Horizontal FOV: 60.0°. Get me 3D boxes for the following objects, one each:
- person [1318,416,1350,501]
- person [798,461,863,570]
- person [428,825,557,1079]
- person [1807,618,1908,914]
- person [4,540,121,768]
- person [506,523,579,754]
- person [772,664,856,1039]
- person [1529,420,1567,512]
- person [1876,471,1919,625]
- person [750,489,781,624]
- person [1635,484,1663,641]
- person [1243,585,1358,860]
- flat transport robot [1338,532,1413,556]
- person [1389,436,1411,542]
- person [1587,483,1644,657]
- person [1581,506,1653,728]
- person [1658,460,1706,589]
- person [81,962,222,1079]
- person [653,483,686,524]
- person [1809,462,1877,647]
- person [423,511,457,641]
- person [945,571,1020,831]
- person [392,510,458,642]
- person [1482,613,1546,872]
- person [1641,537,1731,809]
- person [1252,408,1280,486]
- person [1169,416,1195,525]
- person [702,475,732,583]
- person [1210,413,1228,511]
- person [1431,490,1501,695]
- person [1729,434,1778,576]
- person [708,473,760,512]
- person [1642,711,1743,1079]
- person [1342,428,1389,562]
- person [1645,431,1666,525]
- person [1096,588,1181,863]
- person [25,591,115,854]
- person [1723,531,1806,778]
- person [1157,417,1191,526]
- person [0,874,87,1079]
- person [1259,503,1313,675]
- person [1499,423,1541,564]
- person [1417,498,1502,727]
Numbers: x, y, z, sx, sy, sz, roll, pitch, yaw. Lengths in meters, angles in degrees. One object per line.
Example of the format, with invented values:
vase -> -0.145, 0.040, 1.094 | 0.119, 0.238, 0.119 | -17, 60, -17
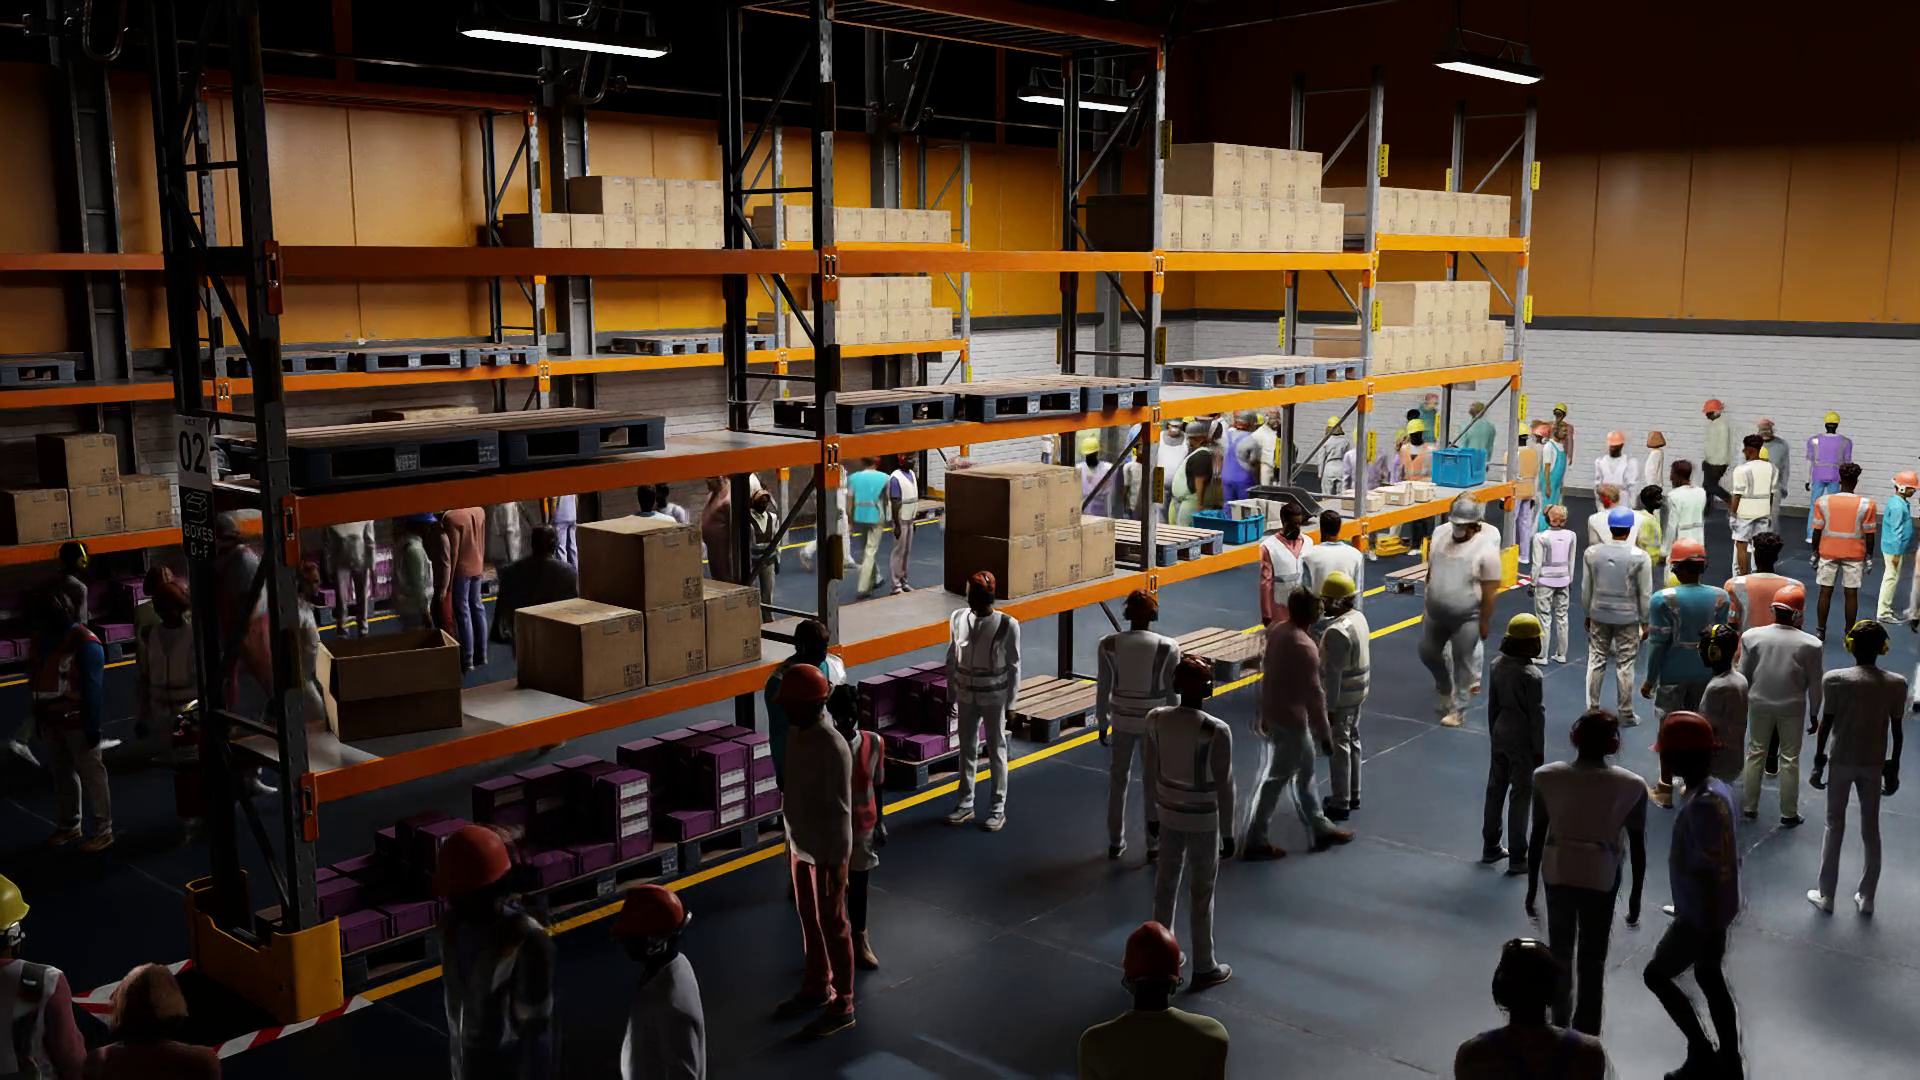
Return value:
person -> 5.644, -1.001, 25.170 | 0.485, 1.737, 0.321 | -1, 10, -9
person -> -1.693, -0.492, 21.770 | 0.800, 1.861, 0.581 | -1, 10, -4
person -> -1.706, 2.013, 6.371 | 0.612, 2.014, 0.836 | 6, 11, 33
person -> 5.605, 1.413, 10.399 | 0.503, 1.860, 0.312 | 1, 10, 8
person -> -7.366, 0.922, 13.521 | 0.536, 1.813, 0.916 | 4, 10, 24
person -> -3.408, 0.810, 13.797 | 0.622, 1.921, 0.445 | 4, 10, 21
person -> -0.777, 1.620, 8.787 | 0.408, 1.986, 0.620 | -6, 11, -32
person -> 9.153, -1.083, 26.018 | 0.654, 1.610, 0.510 | 2, 10, 10
person -> 10.544, 0.083, 18.693 | 0.350, 1.739, 0.574 | 5, 11, 28
person -> -2.165, 0.264, 17.937 | 0.514, 1.634, 0.313 | -7, 12, -35
person -> 7.378, 0.236, 17.934 | 0.322, 1.690, 0.537 | 5, 11, 27
person -> 2.355, 1.244, 11.263 | 0.937, 1.898, 0.653 | -1, 10, -5
flat transport robot -> 5.603, 0.009, 23.505 | 0.652, 0.197, 1.431 | -9, 13, -42
person -> 6.211, -0.662, 23.465 | 0.318, 1.631, 0.524 | 3, 10, 19
person -> 6.716, 0.321, 17.043 | 0.629, 1.807, 0.468 | -1, 10, -3
person -> 5.740, 0.670, 14.557 | 0.605, 1.950, 0.380 | 8, 12, 39
person -> 7.916, 0.079, 18.233 | 0.616, 1.904, 0.397 | -6, 11, -31
person -> -2.857, 2.298, 5.898 | 0.508, 1.597, 0.829 | 1, 10, 7
person -> -3.263, 0.158, 18.383 | 0.565, 1.681, 0.371 | 4, 10, 22
person -> 9.333, 0.152, 17.595 | 0.613, 1.965, 0.361 | 6, 11, 33
person -> -5.179, 0.442, 16.459 | 0.304, 1.772, 0.525 | -7, 12, -36
person -> 0.151, 1.142, 11.931 | 0.572, 1.886, 0.354 | 5, 11, 27
person -> -5.455, 0.206, 17.055 | 0.681, 2.000, 0.535 | -4, 10, -22
person -> 3.738, 1.345, 11.143 | 0.294, 1.744, 0.487 | -4, 10, -24
person -> 5.375, 0.988, 12.386 | 0.604, 2.042, 0.381 | -1, 10, -7
person -> 4.661, -1.029, 24.892 | 0.653, 1.896, 0.399 | -5, 11, -27
person -> 3.248, -0.941, 24.274 | 0.394, 1.919, 0.586 | 4, 10, 24
person -> -2.597, 0.117, 17.992 | 0.402, 1.904, 0.651 | -6, 11, -30
person -> 4.057, -1.322, 26.508 | 0.387, 1.930, 0.544 | -2, 10, -12
person -> 4.740, 0.496, 15.675 | 0.633, 1.932, 0.357 | 2, 10, 13
person -> 9.760, -0.330, 20.528 | 0.603, 1.956, 0.378 | -3, 10, -15
person -> -2.716, -0.184, 20.063 | 0.658, 1.817, 0.632 | -2, 10, -10
person -> 3.589, 1.779, 8.073 | 0.566, 1.898, 0.595 | 5, 11, 26
person -> 5.448, -0.606, 22.336 | 0.616, 1.896, 0.513 | 4, 10, 22
person -> 10.012, -0.760, 24.034 | 0.280, 1.633, 0.502 | 6, 11, 31
person -> 1.205, 1.256, 11.275 | 0.578, 1.879, 0.351 | 3, 10, 18
person -> -6.156, 1.249, 11.469 | 0.623, 1.835, 0.431 | 4, 10, 23
person -> 6.304, 0.902, 13.118 | 0.608, 1.966, 0.365 | 2, 10, 14
person -> 2.972, -0.827, 23.225 | 0.682, 2.000, 0.536 | 2, 10, 9
person -> -3.536, 2.128, 6.199 | 0.590, 1.833, 0.404 | -1, 10, -7
person -> 2.960, 0.597, 15.126 | 0.599, 1.909, 0.401 | -6, 11, -32
person -> 7.496, -0.610, 22.325 | 0.591, 1.912, 0.397 | -5, 11, -25
person -> 4.351, 0.619, 14.588 | 0.537, 2.000, 0.704 | -9, 13, -42
